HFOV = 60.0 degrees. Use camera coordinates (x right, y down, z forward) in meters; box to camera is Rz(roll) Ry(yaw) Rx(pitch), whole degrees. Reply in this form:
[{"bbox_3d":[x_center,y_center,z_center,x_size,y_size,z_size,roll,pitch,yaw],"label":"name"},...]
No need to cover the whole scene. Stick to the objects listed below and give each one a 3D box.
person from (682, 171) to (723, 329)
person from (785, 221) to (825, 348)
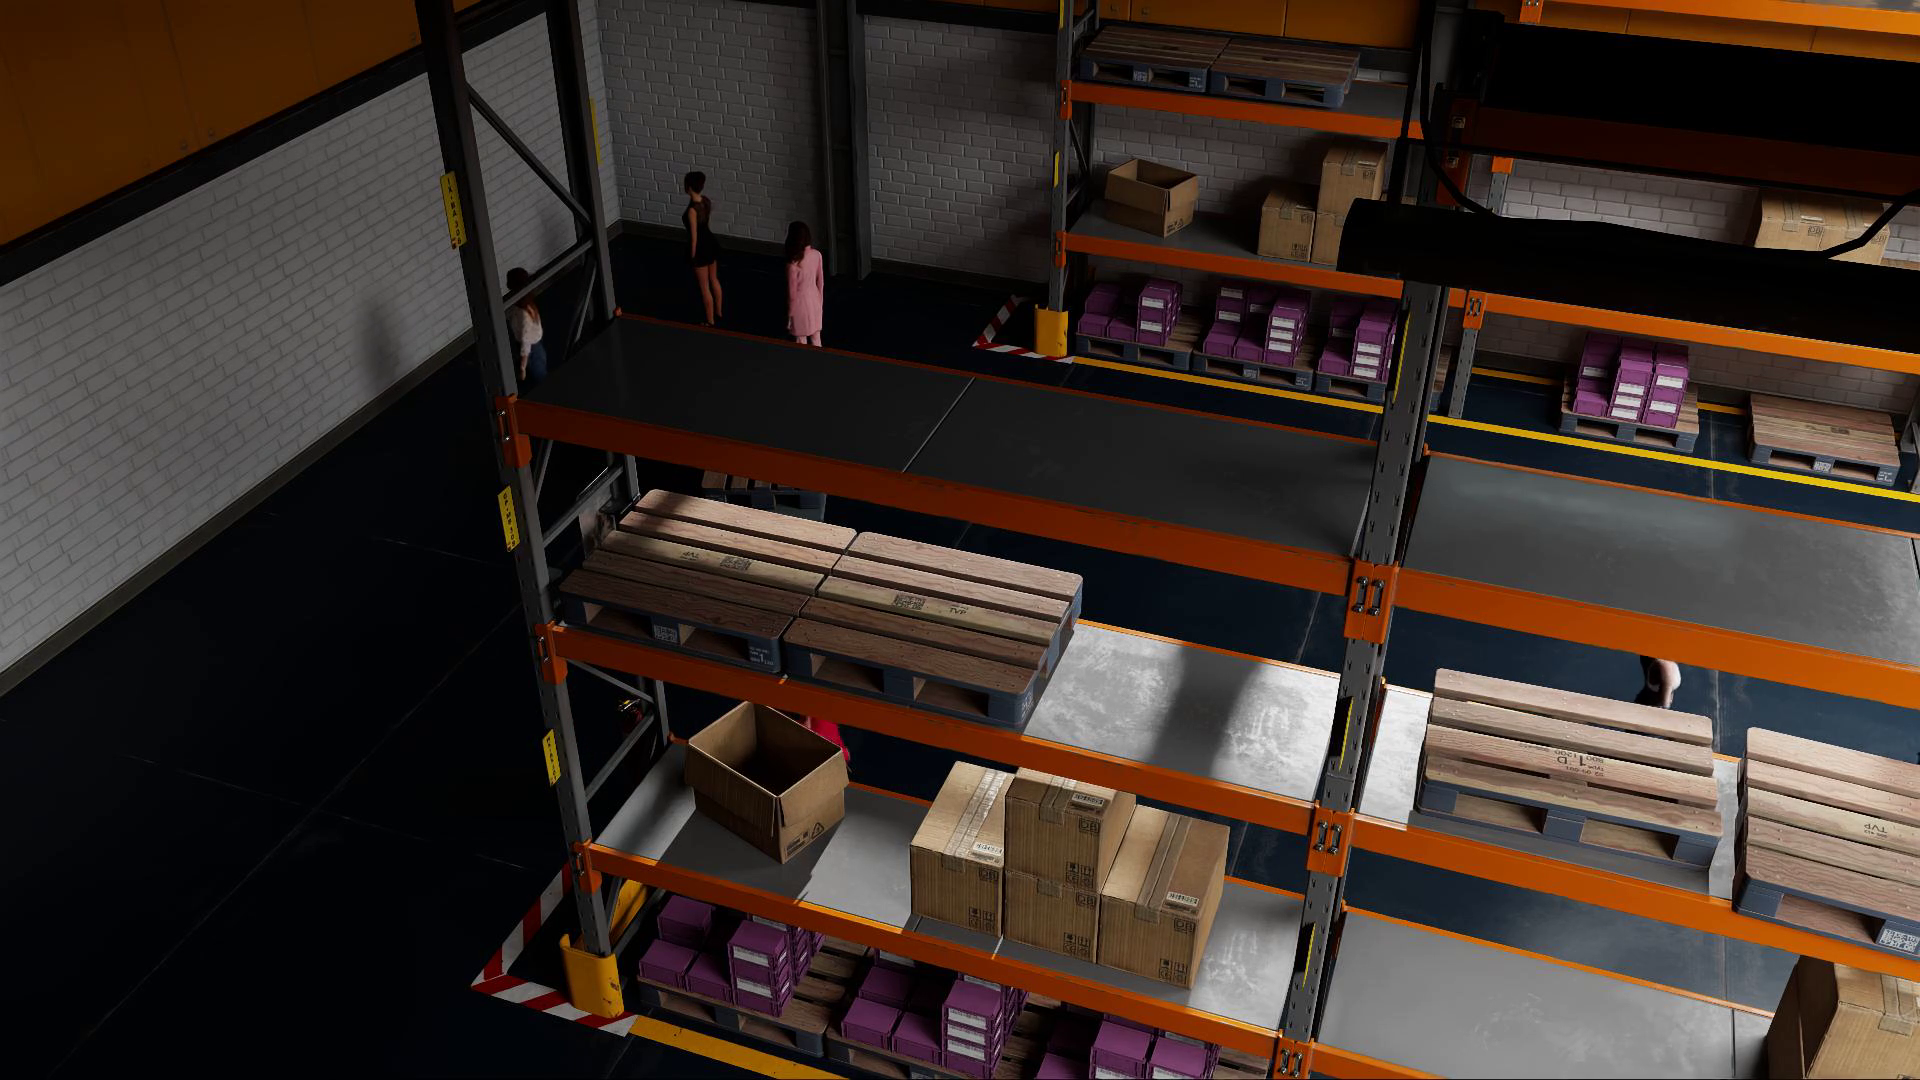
[{"bbox_3d":[-2.646,-2.979,17.046,0.539,1.675,0.564,11,35,17],"label":"person"},{"bbox_3d":[-1.455,-2.152,15.686,0.650,1.803,0.678,27,42,34],"label":"person"}]
